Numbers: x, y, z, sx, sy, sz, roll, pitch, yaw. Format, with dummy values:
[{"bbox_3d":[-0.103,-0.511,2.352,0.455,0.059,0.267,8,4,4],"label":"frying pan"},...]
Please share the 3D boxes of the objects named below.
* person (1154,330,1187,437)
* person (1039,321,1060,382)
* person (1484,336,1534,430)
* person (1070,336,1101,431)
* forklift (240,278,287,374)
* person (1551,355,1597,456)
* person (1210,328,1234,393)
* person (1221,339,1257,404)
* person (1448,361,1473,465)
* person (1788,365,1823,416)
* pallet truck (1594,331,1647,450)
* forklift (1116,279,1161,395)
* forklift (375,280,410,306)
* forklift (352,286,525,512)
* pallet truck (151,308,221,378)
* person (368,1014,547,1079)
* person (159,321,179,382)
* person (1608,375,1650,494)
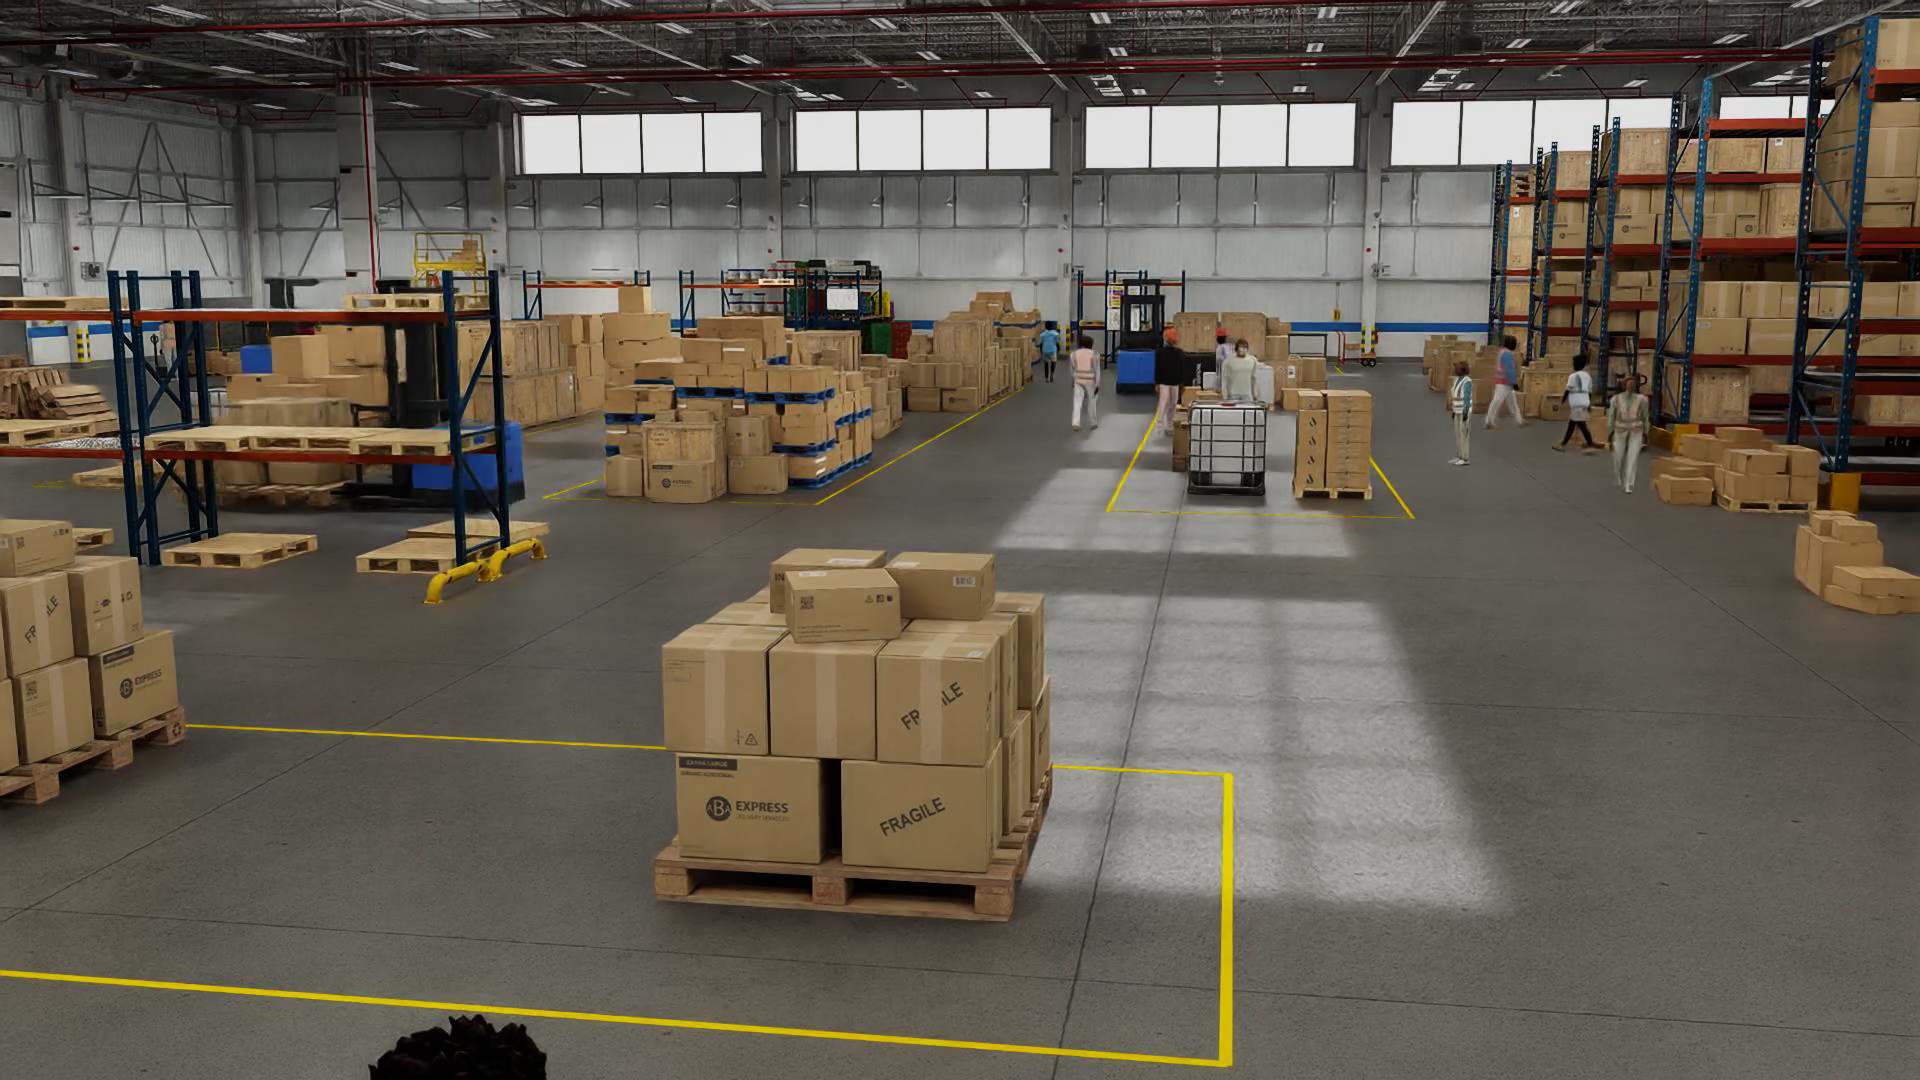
[{"bbox_3d":[3.863,-2.847,30.384,0.617,1.955,0.697,-4,10,-25],"label":"person"},{"bbox_3d":[2.421,-5.115,45.124,0.567,1.679,0.390,0,9,2],"label":"person"},{"bbox_3d":[10.450,-2.970,31.585,0.960,1.792,0.647,3,10,16],"label":"person"},{"bbox_3d":[2.373,-2.962,31.514,0.619,1.802,0.953,3,10,18],"label":"person"},{"bbox_3d":[-17.626,-5.370,43.033,1.873,2.768,1.129,-3,10,-18],"label":"forklift"},{"bbox_3d":[10.203,-2.226,27.445,0.534,1.643,0.905,-8,12,-40],"label":"person"},{"bbox_3d":[5.219,-3.288,33.249,0.549,1.883,1.006,-9,13,-44],"label":"person"},{"bbox_3d":[4.665,-2.416,27.843,0.635,1.908,0.507,-2,9,-12],"label":"person"},{"bbox_3d":[7.838,-1.984,25.993,0.320,1.631,0.524,-1,9,-5],"label":"person"},{"bbox_3d":[15.769,-2.916,30.994,0.668,1.885,0.365,0,9,1],"label":"person"},{"bbox_3d":[11.253,-2.573,28.499,0.823,1.965,1.885,5,10,27],"label":"pallet truck"},{"bbox_3d":[4.433,-4.998,40.740,1.129,2.768,1.873,1,9,9],"label":"forklift"},{"bbox_3d":[-12.103,-4.173,35.650,1.873,2.768,1.129,1,9,9],"label":"forklift"},{"bbox_3d":[-6.638,-1.814,21.101,1.873,2.768,1.129,1,9,9],"label":"forklift"},{"bbox_3d":[-21.869,-5.598,47.154,0.823,1.965,1.885,4,10,26],"label":"pallet truck"},{"bbox_3d":[-0.702,1.655,2.520,0.368,1.966,0.602,-7,12,-38],"label":"person"},{"bbox_3d":[-21.589,-5.281,45.409,0.370,1.929,0.585,5,10,28],"label":"person"},{"bbox_3d":[9.156,-1.459,22.763,0.529,1.621,0.448,4,10,26],"label":"person"}]
